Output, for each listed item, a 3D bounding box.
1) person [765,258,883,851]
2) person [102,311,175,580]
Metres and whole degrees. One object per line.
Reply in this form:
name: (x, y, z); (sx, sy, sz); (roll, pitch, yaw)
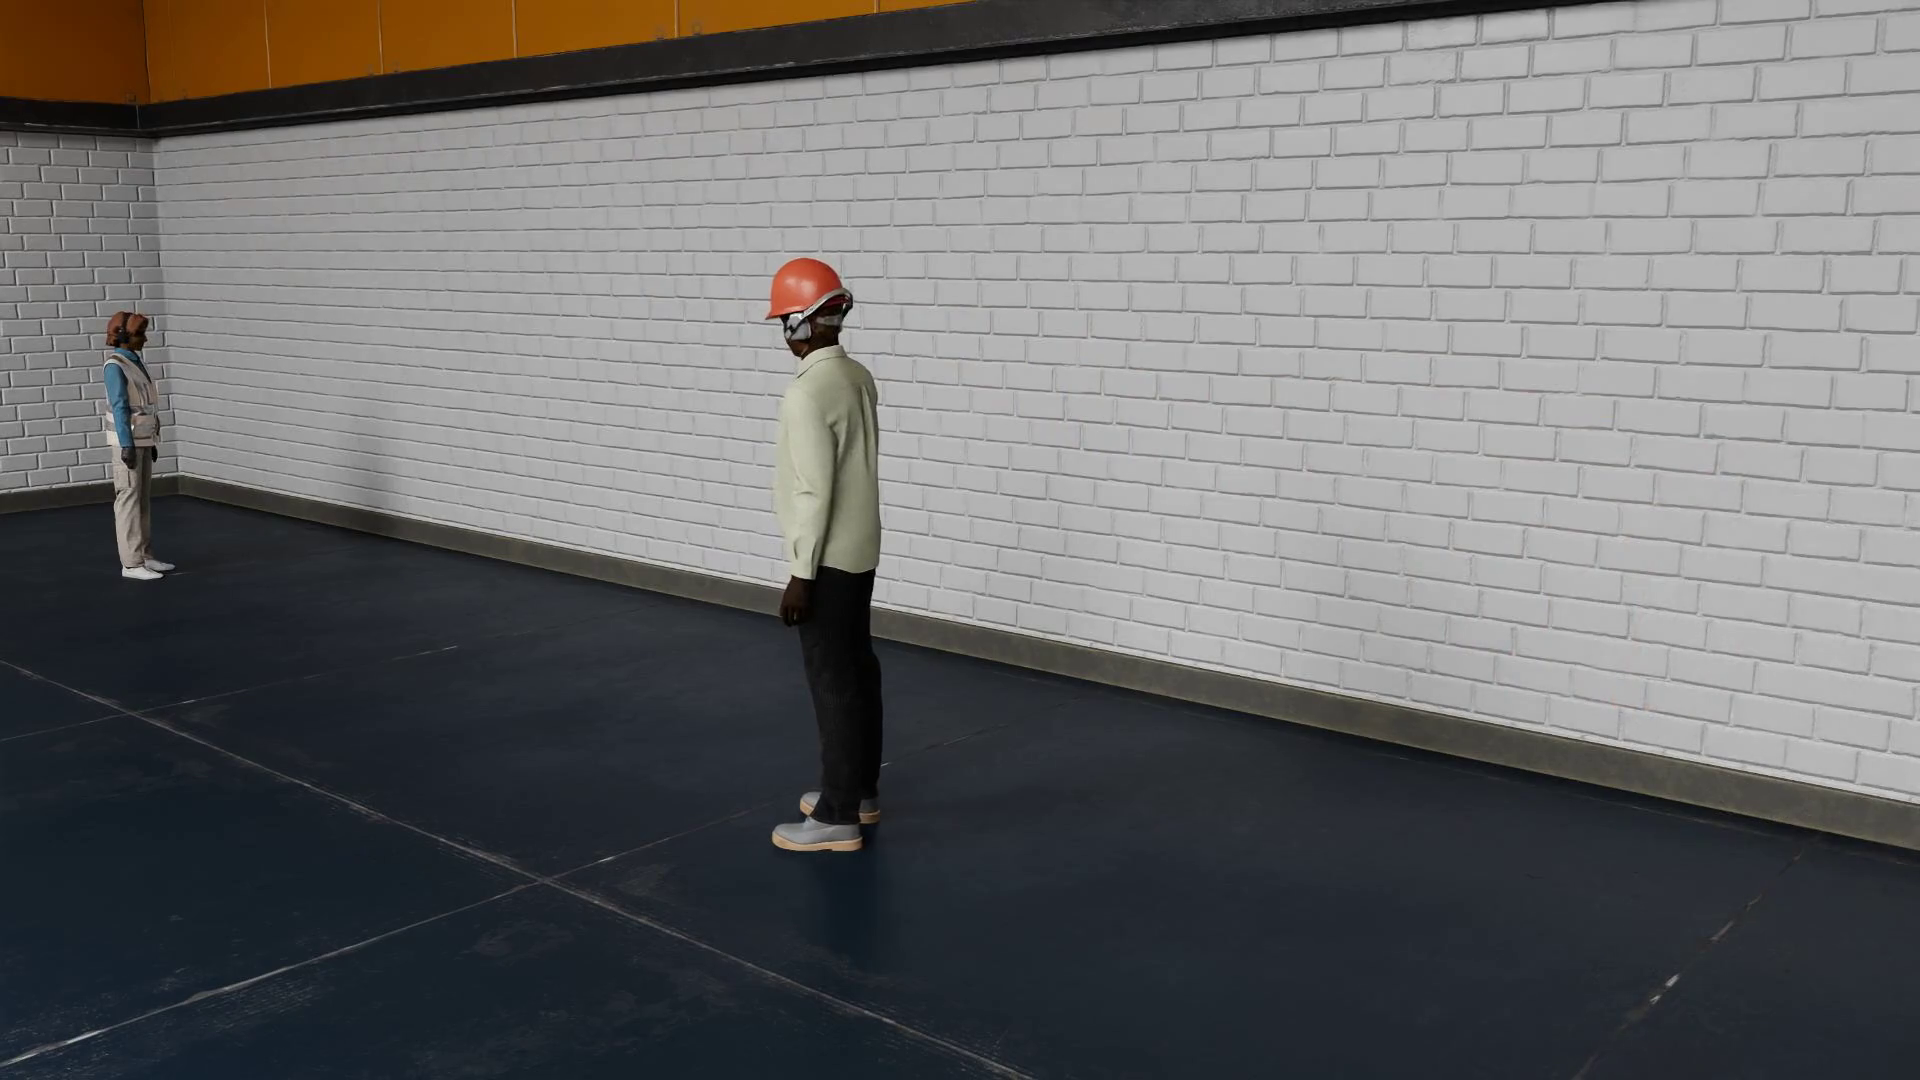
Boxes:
person: (-0.462, 0.057, 5.610); (0.401, 1.986, 0.612); (3, 10, 15)
person: (-5.076, -0.578, 10.221); (0.308, 1.638, 0.511); (-2, 10, -12)
